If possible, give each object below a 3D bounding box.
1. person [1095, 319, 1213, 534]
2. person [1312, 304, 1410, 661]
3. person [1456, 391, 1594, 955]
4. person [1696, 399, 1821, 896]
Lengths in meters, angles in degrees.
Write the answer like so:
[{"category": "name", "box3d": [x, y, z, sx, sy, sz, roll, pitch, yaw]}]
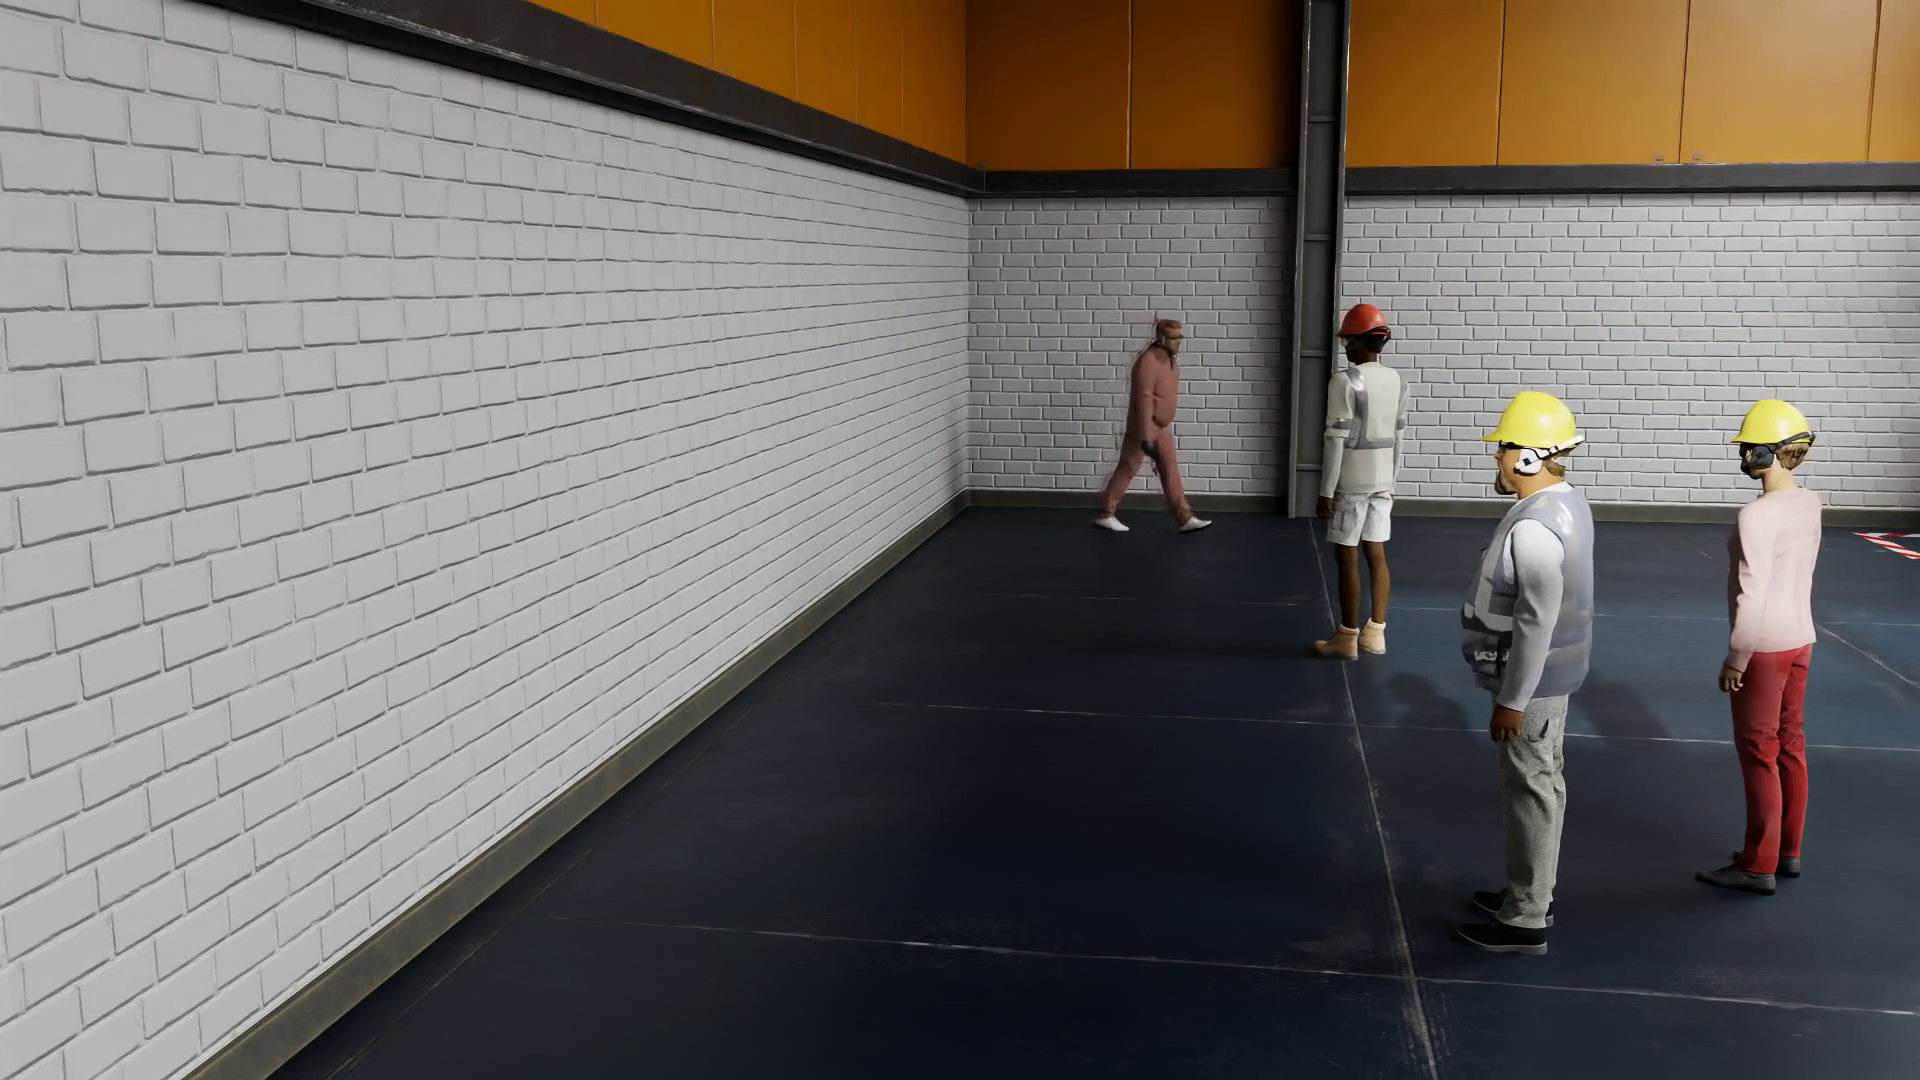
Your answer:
[{"category": "person", "box3d": [1.618, -0.949, 14.061, 1.034, 1.828, 0.681, 6, 11, 32]}, {"category": "person", "box3d": [2.292, -0.330, 9.574, 0.607, 2.038, 0.395, -7, 11, -35]}, {"category": "person", "box3d": [1.843, 0.432, 5.442, 0.403, 1.835, 0.588, 5, 10, 27]}, {"category": "person", "box3d": [2.876, 0.380, 5.977, 0.533, 1.767, 0.327, -8, 12, -41]}]
